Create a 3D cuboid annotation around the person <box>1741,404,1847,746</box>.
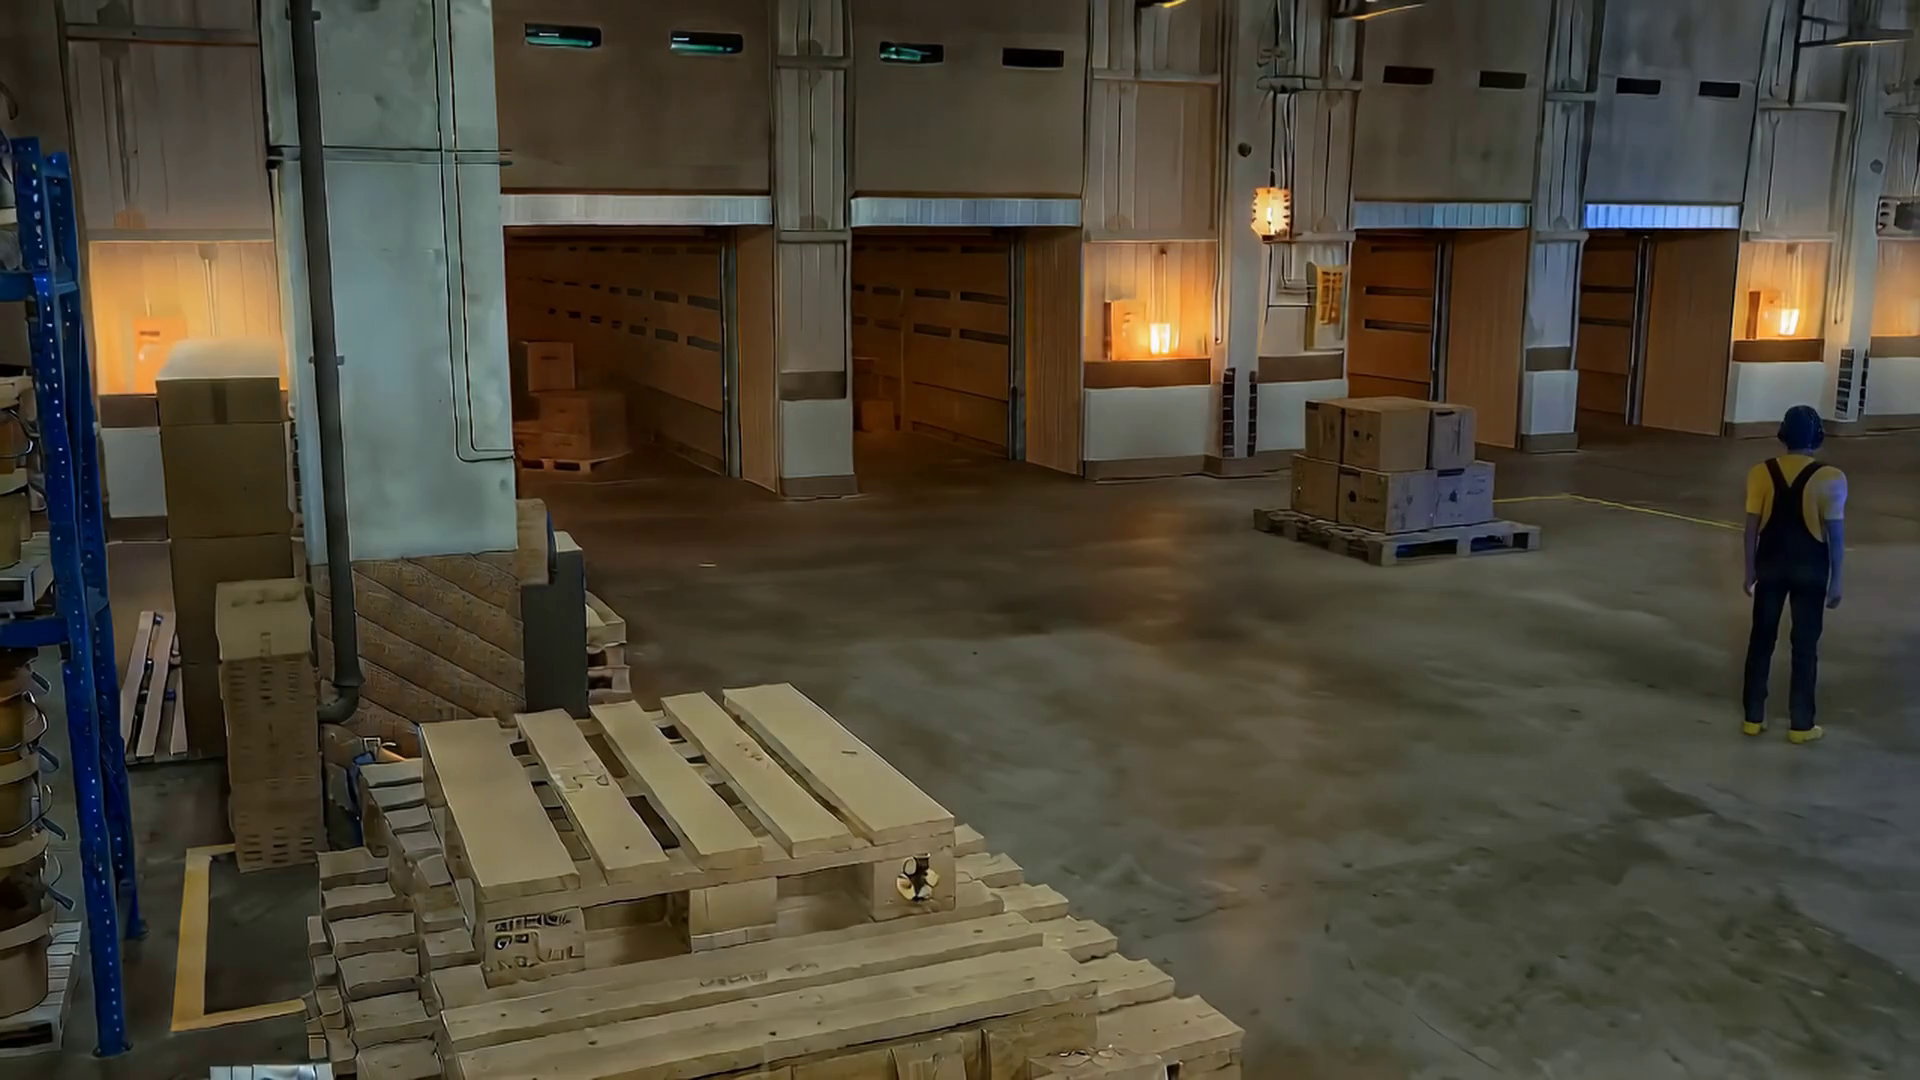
[{"bbox_3d":[4.498,0.188,9.002,0.508,1.847,0.345,9,14,42],"label":"person"}]
